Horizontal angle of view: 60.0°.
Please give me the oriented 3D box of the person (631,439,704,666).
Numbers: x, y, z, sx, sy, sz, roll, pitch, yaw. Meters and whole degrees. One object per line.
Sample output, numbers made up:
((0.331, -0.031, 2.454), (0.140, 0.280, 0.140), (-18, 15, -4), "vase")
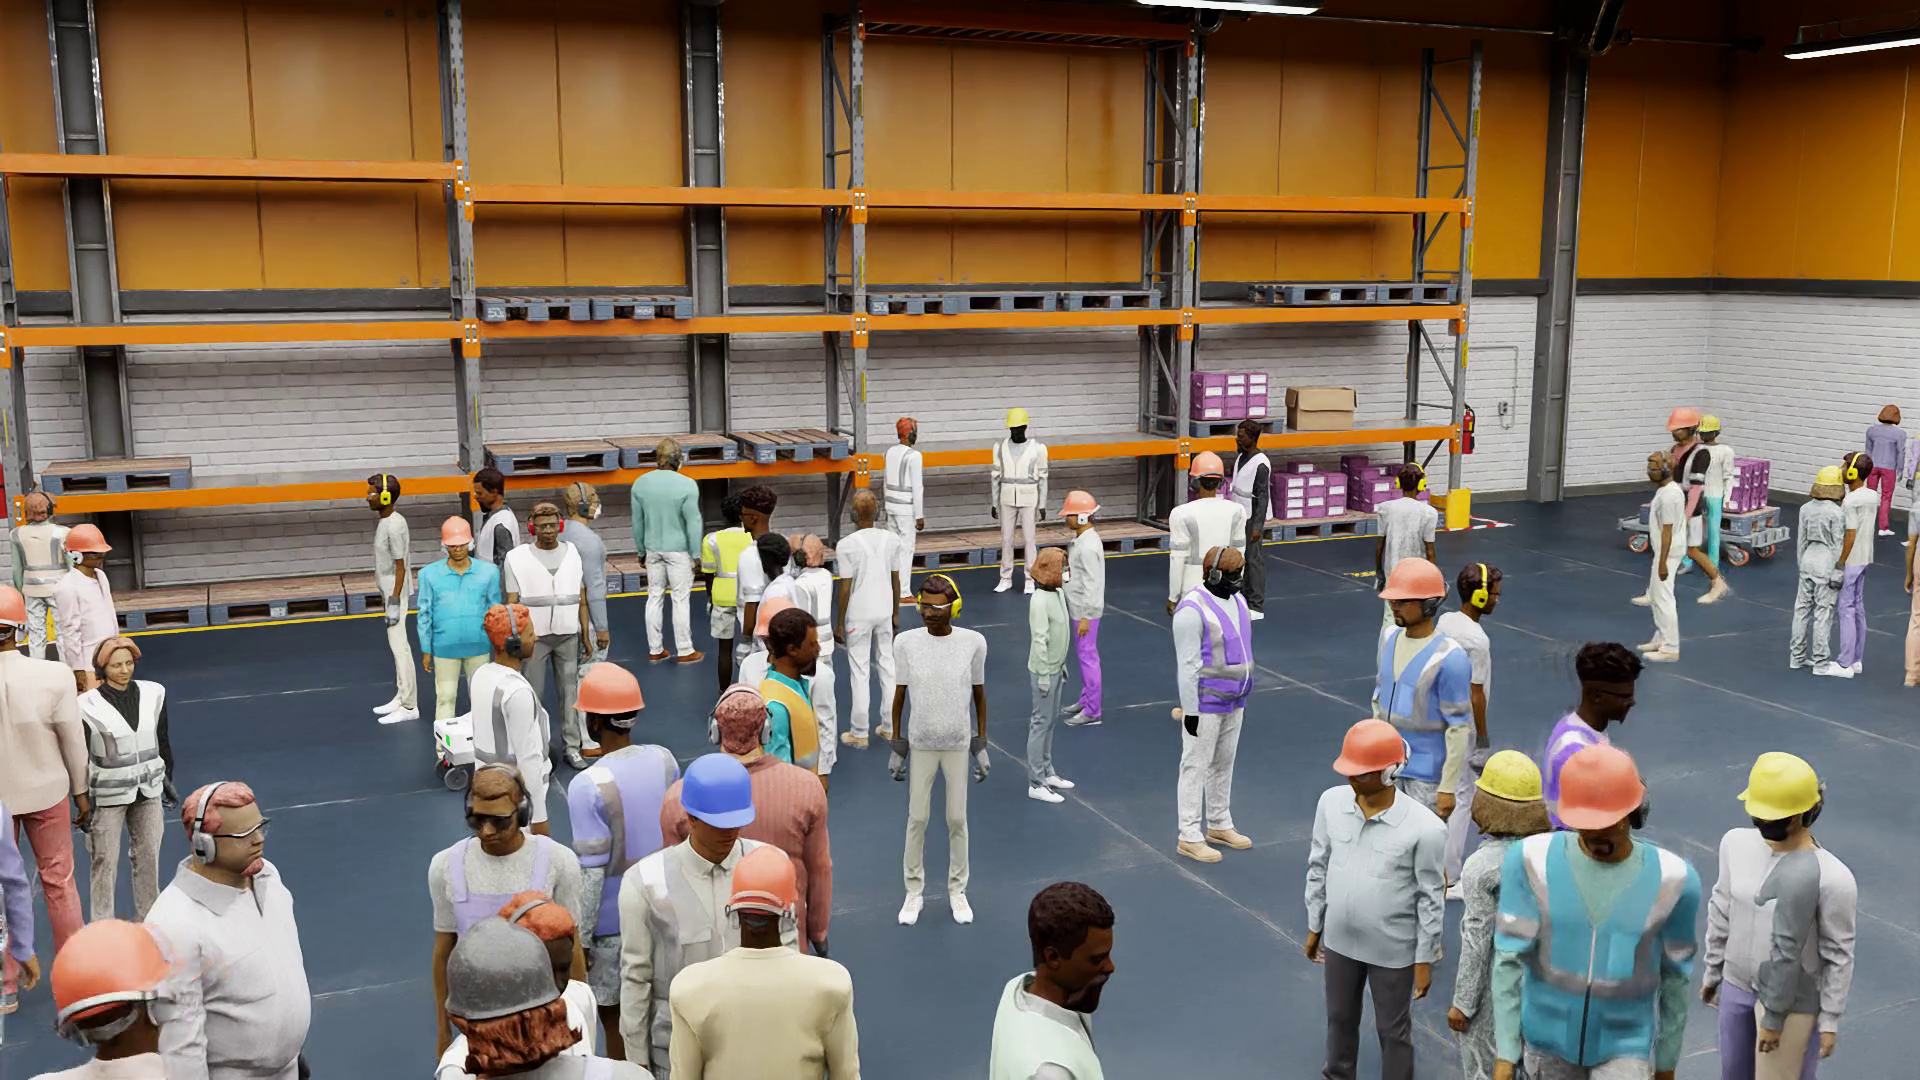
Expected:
((-2.473, 0.109, 14.101), (0.630, 1.931, 0.369), (4, 10, 19), "person")

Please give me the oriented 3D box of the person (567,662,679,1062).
((-1.334, 1.428, 6.484), (0.368, 1.935, 0.552), (6, 11, 29), "person")

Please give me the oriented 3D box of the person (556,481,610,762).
((-2.605, 0.557, 11.498), (0.372, 1.940, 0.627), (-8, 13, -39), "person")

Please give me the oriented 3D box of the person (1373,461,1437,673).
((3.519, 0.312, 13.140), (0.512, 1.862, 0.330), (7, 12, 36), "person")

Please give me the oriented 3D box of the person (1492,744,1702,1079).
((1.984, 1.622, 5.265), (0.602, 1.977, 1.024), (4, 11, 23), "person")

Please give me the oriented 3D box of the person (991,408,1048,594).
((0.598, -0.399, 17.038), (0.594, 1.924, 0.383), (3, 10, 17), "person")

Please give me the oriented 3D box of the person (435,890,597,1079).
((-1.097, 1.825, 4.348), (0.354, 1.886, 0.576), (3, 10, 19), "person")

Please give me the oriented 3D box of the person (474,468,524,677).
((-3.428, 0.408, 12.424), (0.392, 1.916, 0.592), (-4, 11, -21), "person")

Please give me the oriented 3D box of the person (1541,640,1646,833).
((2.560, 1.359, 6.868), (0.460, 1.944, 0.603), (3, 10, 18), "person")

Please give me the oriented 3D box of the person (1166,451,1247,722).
((1.807, 0.361, 12.326), (0.607, 2.044, 0.378), (-3, 10, -18), "person")

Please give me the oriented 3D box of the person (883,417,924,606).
((-0.567, -0.288, 16.583), (0.367, 1.873, 0.593), (-7, 12, -34), "person")

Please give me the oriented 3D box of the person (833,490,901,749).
((-0.652, 0.559, 11.762), (0.506, 1.844, 0.343), (-6, 11, -30), "person")

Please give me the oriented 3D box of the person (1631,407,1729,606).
((7.175, -0.315, 16.372), (0.895, 2.007, 0.598), (-3, 10, -14), "person")

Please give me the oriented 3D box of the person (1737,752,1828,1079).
((2.907, 1.617, 5.936), (0.340, 1.753, 0.529), (5, 11, 25), "person")

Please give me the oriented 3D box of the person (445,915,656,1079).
((-1.018, 1.833, 3.854), (0.676, 2.000, 0.536), (-7, 12, -35), "person")

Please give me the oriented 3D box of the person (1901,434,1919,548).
((11.472, -0.716, 19.726), (0.519, 1.632, 0.313), (-3, 10, -15), "person")

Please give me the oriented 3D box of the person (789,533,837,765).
((-1.001, 0.762, 11.178), (0.310, 1.638, 0.523), (3, 10, 19), "person")

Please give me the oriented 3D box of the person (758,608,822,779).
((-0.795, 1.248, 7.579), (0.375, 1.916, 0.598), (0, 10, -1), "person")

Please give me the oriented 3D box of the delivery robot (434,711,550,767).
((-3.110, 1.280, 11.047), (0.707, 0.478, 0.477), (-6, 11, -30), "delivery robot")

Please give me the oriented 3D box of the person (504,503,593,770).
((-2.764, 0.656, 11.194), (0.569, 1.845, 0.384), (-6, 11, -30), "person")

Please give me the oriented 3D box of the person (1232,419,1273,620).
((2.766, -0.193, 15.881), (0.393, 1.919, 0.589), (-2, 10, -13), "person")

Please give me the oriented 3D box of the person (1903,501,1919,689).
((7.793, 0.302, 13.236), (0.330, 1.844, 0.512), (-8, 13, -39), "person")

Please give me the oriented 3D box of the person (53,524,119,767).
((-5.653, 0.758, 10.872), (0.333, 1.749, 0.575), (-1, 10, -5), "person")

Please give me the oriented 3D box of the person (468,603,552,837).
((-2.087, 1.224, 7.817), (0.356, 1.883, 0.572), (-8, 13, -38), "person")

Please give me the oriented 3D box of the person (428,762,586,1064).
((-1.524, 1.628, 5.636), (0.511, 1.836, 0.357), (0, 10, -3), "person")

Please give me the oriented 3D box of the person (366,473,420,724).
((-4.250, 0.431, 12.417), (0.328, 1.873, 0.517), (-4, 11, -23), "person")

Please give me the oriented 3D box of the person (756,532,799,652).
((-1.169, 0.784, 10.921), (0.323, 1.686, 0.527), (0, 10, 0), "person")

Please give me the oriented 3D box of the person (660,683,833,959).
((-0.801, 1.478, 6.282), (0.638, 1.911, 0.406), (-2, 10, -13), "person")

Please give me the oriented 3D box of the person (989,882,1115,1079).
((0.219, 1.812, 4.341), (0.394, 1.915, 0.587), (-1, 10, -4), "person")

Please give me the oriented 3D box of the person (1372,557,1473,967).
((2.196, 1.092, 8.115), (0.390, 2.045, 0.607), (-4, 11, -23), "person")

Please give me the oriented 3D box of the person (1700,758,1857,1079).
((2.872, 1.617, 5.906), (0.337, 1.762, 0.525), (-6, 11, -30), "person")

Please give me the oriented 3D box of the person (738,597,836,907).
((-0.919, 1.151, 8.606), (0.568, 1.751, 0.329), (4, 11, 21), "person")

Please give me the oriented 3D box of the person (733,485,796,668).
((-1.311, 0.609, 11.117), (0.368, 1.967, 0.600), (4, 11, 22), "person")

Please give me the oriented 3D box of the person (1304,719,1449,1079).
((1.572, 1.534, 6.420), (0.572, 1.744, 0.332), (9, 13, 42), "person")

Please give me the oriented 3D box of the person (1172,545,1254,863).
((1.485, 0.935, 9.640), (0.428, 1.837, 0.623), (9, 13, 41), "person")

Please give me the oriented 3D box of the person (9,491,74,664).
((-7.167, 0.431, 13.084), (0.514, 1.641, 0.307), (0, 10, -3), "person")

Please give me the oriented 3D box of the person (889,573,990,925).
((-0.106, 1.085, 8.668), (0.532, 1.864, 0.310), (0, 10, -2), "person")

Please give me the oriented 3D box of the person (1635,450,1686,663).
((6.032, 0.136, 14.249), (0.366, 1.828, 0.513), (4, 11, 21), "person")

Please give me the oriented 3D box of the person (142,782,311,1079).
((-2.218, 1.672, 5.168), (0.409, 1.909, 0.642), (1, 10, 4), "person")

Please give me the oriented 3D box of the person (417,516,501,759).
((-3.350, 0.704, 11.182), (0.559, 1.752, 0.326), (-4, 11, -23), "person")

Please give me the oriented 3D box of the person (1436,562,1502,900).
((2.728, 1.033, 9.006), (0.337, 1.858, 0.524), (-2, 10, -9), "person")

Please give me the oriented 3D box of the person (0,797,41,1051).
((-3.825, 1.542, 6.218), (0.770, 1.808, 0.593), (8, 13, 39), "person")

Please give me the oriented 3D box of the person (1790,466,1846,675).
((7.181, 0.247, 13.845), (0.294, 1.744, 0.485), (-3, 10, -17), "person")

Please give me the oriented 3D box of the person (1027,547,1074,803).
((0.580, 0.850, 10.689), (0.286, 1.633, 0.499), (3, 10, 17), "person")

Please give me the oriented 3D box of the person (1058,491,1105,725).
((0.898, 0.499, 12.371), (0.346, 1.746, 0.573), (0, 10, 1), "person")

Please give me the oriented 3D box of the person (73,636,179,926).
((-4.129, 1.273, 8.233), (0.311, 1.638, 0.522), (6, 12, 32), "person")

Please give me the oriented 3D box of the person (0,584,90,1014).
((-4.361, 1.189, 7.692), (0.611, 1.996, 0.379), (-5, 11, -29), "person")

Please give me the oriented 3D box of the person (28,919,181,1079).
((-1.893, 1.857, 3.916), (0.679, 1.973, 0.408), (3, 10, 17), "person")

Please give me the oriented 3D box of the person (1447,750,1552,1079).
((1.948, 1.607, 6.011), (0.493, 1.743, 0.295), (-6, 12, -33), "person")

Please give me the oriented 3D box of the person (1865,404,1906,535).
((11.448, -0.868, 20.617), (0.281, 1.624, 0.493), (-7, 12, -33), "person")

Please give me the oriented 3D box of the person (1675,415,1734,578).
((8.015, -0.467, 17.902), (0.535, 1.766, 0.317), (8, 13, 39), "person")

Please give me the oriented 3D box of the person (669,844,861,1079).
((-0.584, 1.772, 5.029), (0.572, 1.749, 0.340), (-1, 10, -6), "person")

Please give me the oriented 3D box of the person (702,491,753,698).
((-1.692, 0.470, 12.690), (0.529, 1.697, 0.321), (0, 10, -1), "person")

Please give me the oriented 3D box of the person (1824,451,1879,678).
((7.336, 0.203, 13.730), (0.520, 1.873, 0.328), (-9, 13, -41), "person")

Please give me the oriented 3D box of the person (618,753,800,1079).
((-0.796, 1.618, 5.395), (0.604, 1.939, 0.415), (-5, 11, -25), "person")
